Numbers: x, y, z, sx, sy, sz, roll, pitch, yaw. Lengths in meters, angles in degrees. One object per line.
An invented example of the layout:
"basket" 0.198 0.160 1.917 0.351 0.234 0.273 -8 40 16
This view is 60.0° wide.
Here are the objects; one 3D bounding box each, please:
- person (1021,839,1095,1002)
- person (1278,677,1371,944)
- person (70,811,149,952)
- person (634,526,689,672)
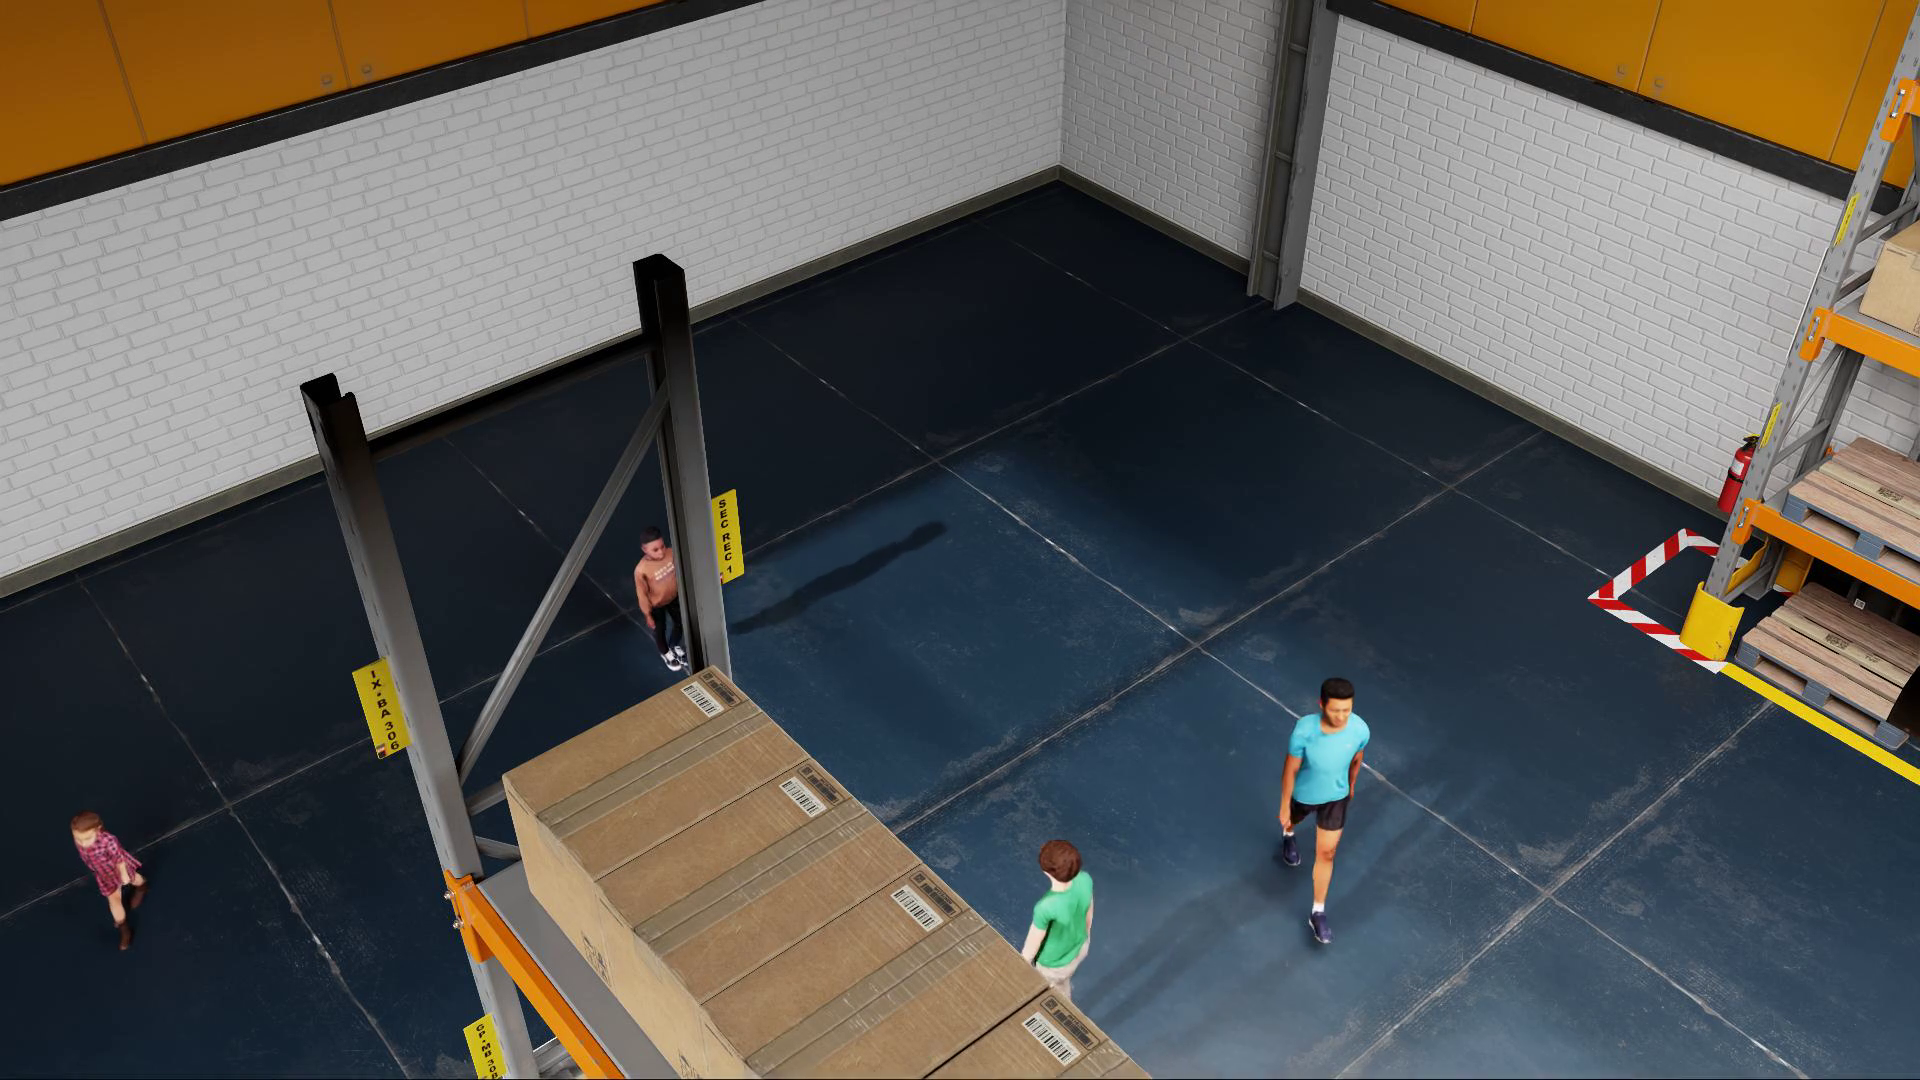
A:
"person" 0.605 2.259 8.938 0.714 1.644 0.649 30 47 32
"person" 2.093 1.441 9.900 1.089 1.721 1.216 -1 39 -1
"person" -5.039 1.907 9.902 0.669 0.990 0.794 0 39 0
"person" -2.116 0.375 11.616 0.534 1.245 0.490 -30 47 -32
